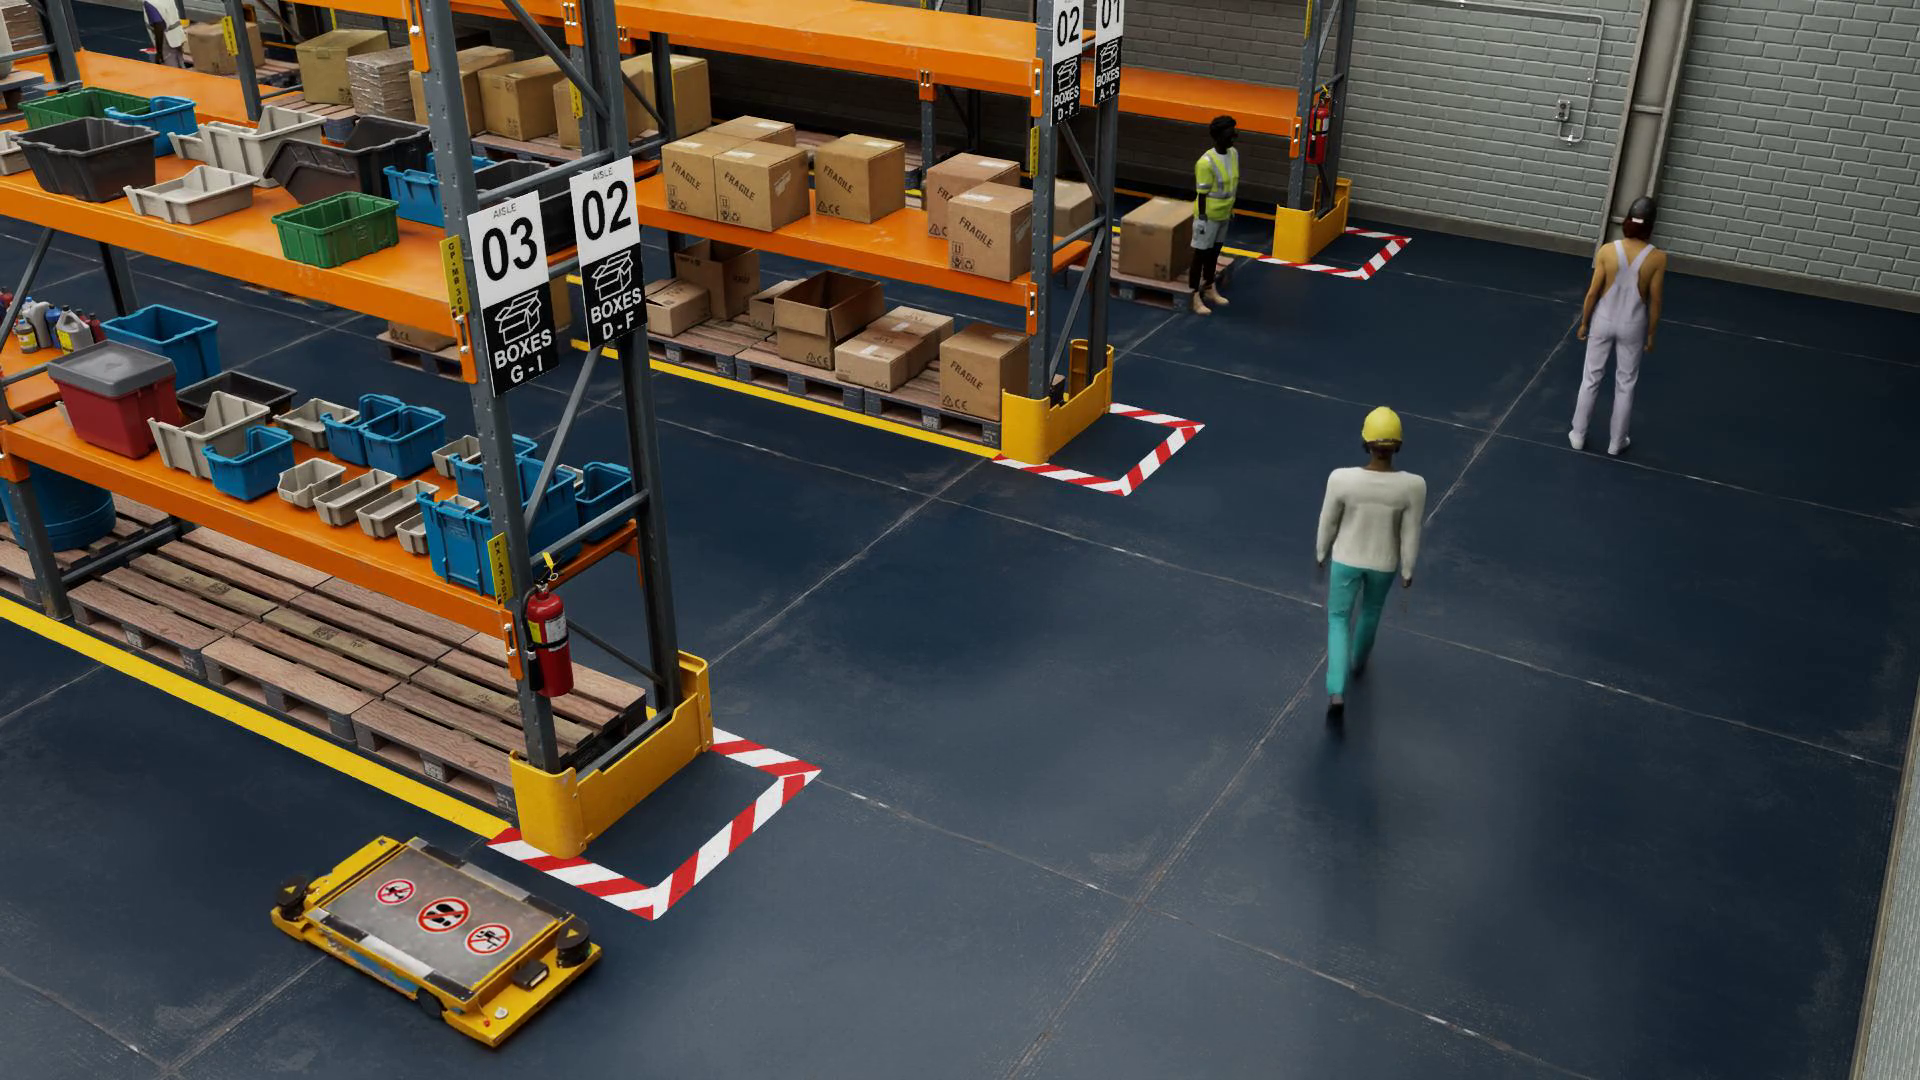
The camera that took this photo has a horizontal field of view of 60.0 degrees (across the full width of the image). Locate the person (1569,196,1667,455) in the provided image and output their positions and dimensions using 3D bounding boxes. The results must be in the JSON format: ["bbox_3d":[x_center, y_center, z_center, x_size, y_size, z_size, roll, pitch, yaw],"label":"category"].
[{"bbox_3d":[4.640,-1.514,11.714,0.509,1.862,0.389,13,32,22],"label":"person"}]

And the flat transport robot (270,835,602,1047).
[{"bbox_3d":[-2.377,1.748,7.497,1.431,0.231,0.659,17,33,28],"label":"flat transport robot"}]

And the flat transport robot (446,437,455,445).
[{"bbox_3d":[-3.576,-0.423,11.392,1.431,0.231,0.659,18,34,30],"label":"flat transport robot"}]

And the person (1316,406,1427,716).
[{"bbox_3d":[2.180,0.108,8.938,0.531,1.732,0.828,5,29,9],"label":"person"}]

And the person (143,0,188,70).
[{"bbox_3d":[-9.165,-5.715,19.268,0.393,1.846,0.562,-1,29,-1],"label":"person"}]

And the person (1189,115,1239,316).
[{"bbox_3d":[2.166,-2.770,14.134,0.322,1.696,0.535,22,36,34],"label":"person"}]
